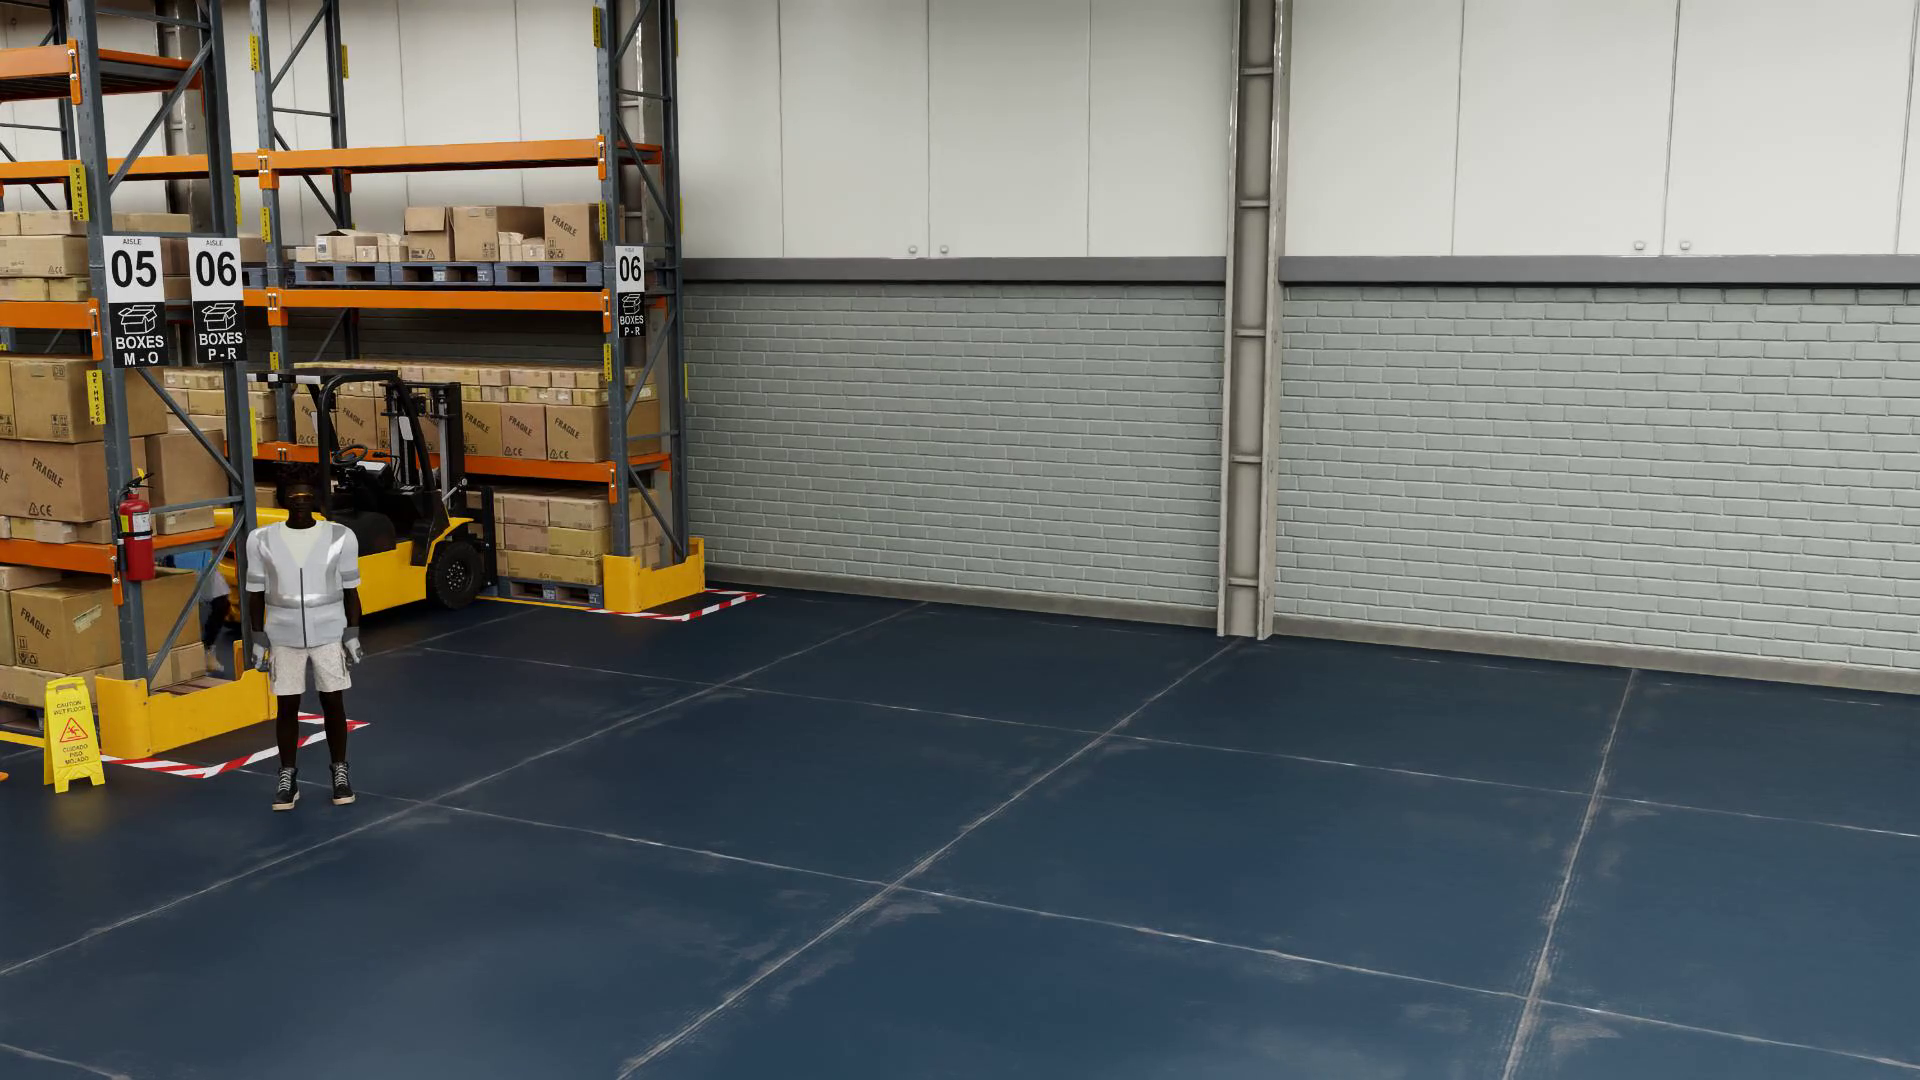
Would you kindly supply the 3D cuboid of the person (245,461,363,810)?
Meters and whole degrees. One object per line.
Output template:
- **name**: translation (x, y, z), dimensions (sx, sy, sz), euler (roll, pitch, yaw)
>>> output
- **person**: translation (-3.684, 0.534, 9.375), dimensions (0.607, 1.966, 0.367), euler (-3, 10, -19)

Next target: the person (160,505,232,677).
- **person**: translation (-5.633, 0.210, 12.219), dimensions (0.428, 1.675, 0.545), euler (4, 10, 26)
